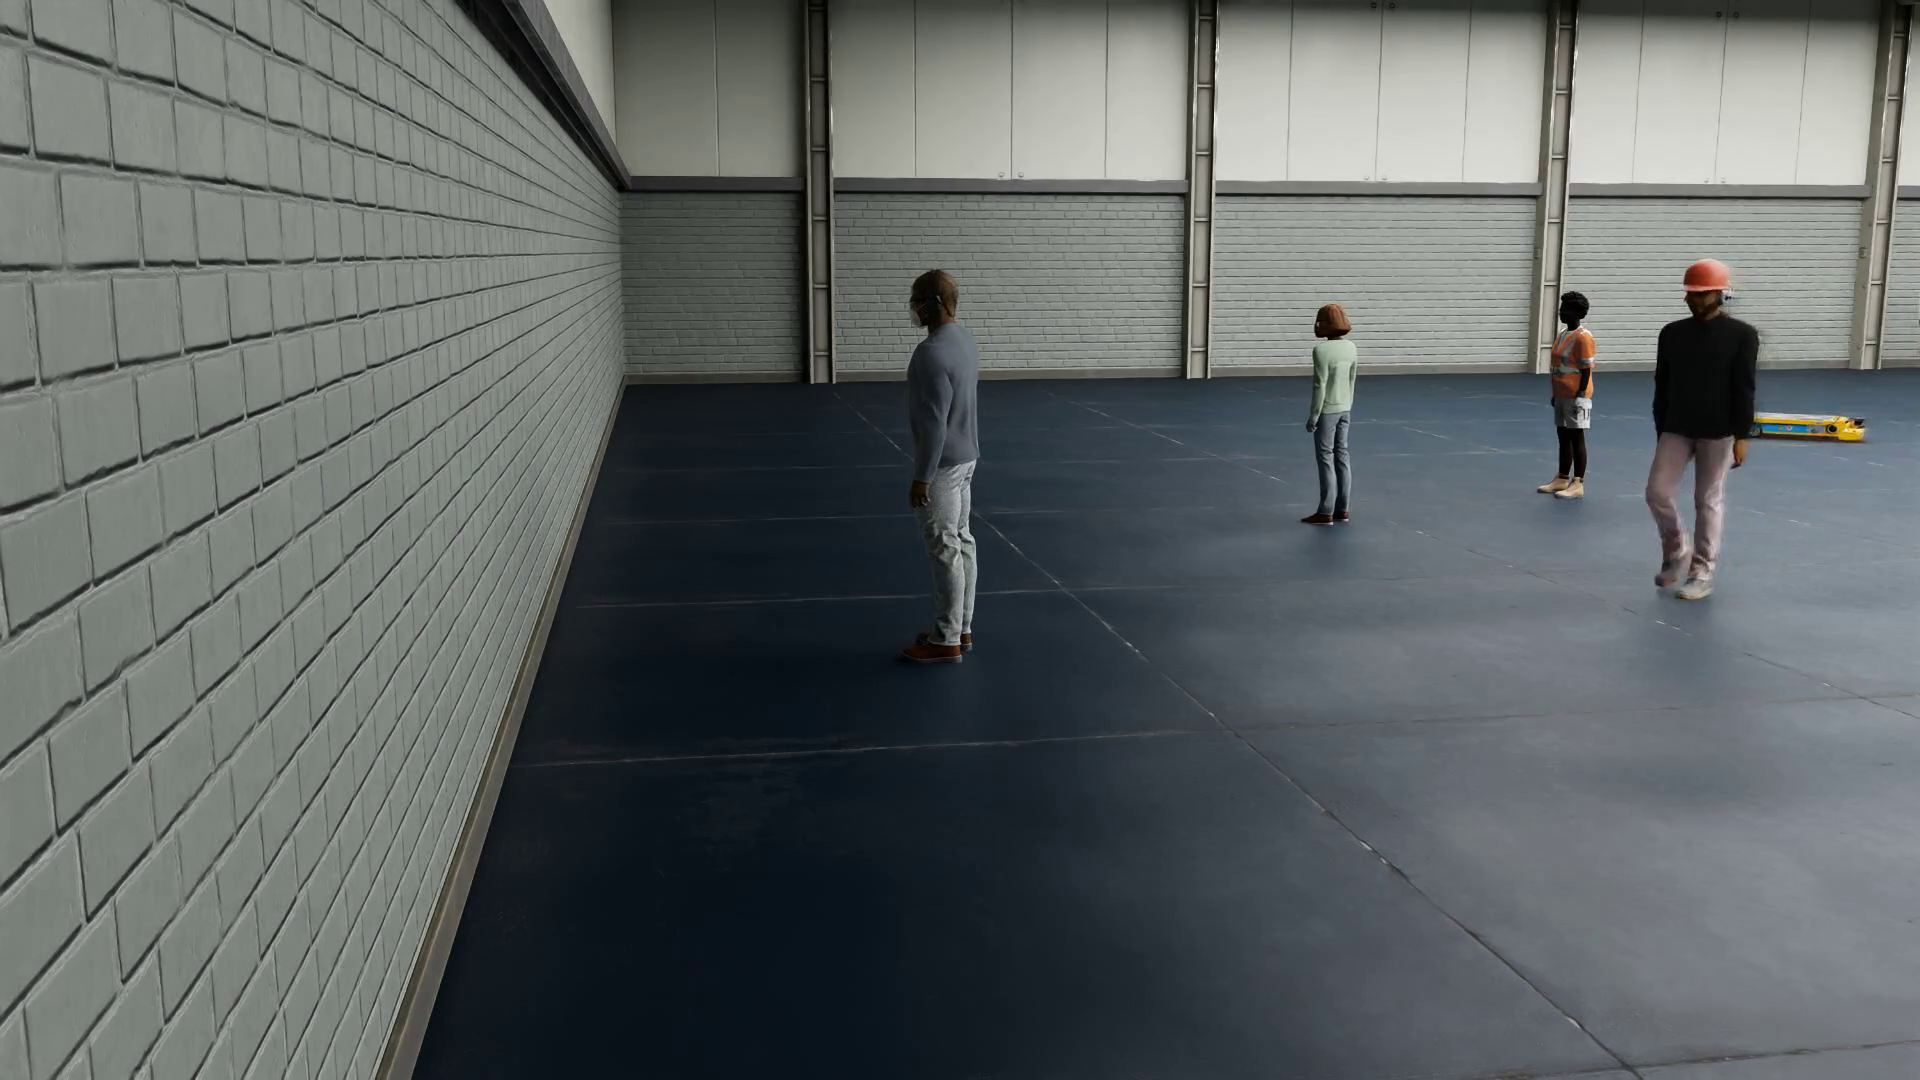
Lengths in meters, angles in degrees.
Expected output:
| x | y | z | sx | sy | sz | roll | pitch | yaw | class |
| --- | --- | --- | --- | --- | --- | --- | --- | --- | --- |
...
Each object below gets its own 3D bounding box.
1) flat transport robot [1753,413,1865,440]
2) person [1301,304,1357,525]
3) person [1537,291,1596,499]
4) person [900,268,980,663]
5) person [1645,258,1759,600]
| x | y | z | sx | sy | sz | roll | pitch | yaw | class |
| --- | --- | --- | --- | --- | --- | --- | --- | --- | --- |
| 9.053 | -1.255 | 18.154 | 1.431 | 0.197 | 0.652 | 6 | 11 | 30 | flat transport robot |
| 2.750 | -0.928 | 12.360 | 0.508 | 1.631 | 0.269 | -9 | 14 | -43 | person |
| 5.015 | -1.189 | 13.676 | 0.322 | 1.697 | 0.530 | -1 | 10 | -3 | person |
| -0.098 | -0.359 | 8.205 | 0.373 | 1.940 | 0.628 | 3 | 10 | 15 | person |
| 4.295 | -0.634 | 9.674 | 0.432 | 1.982 | 0.618 | -9 | 13 | -43 | person |
